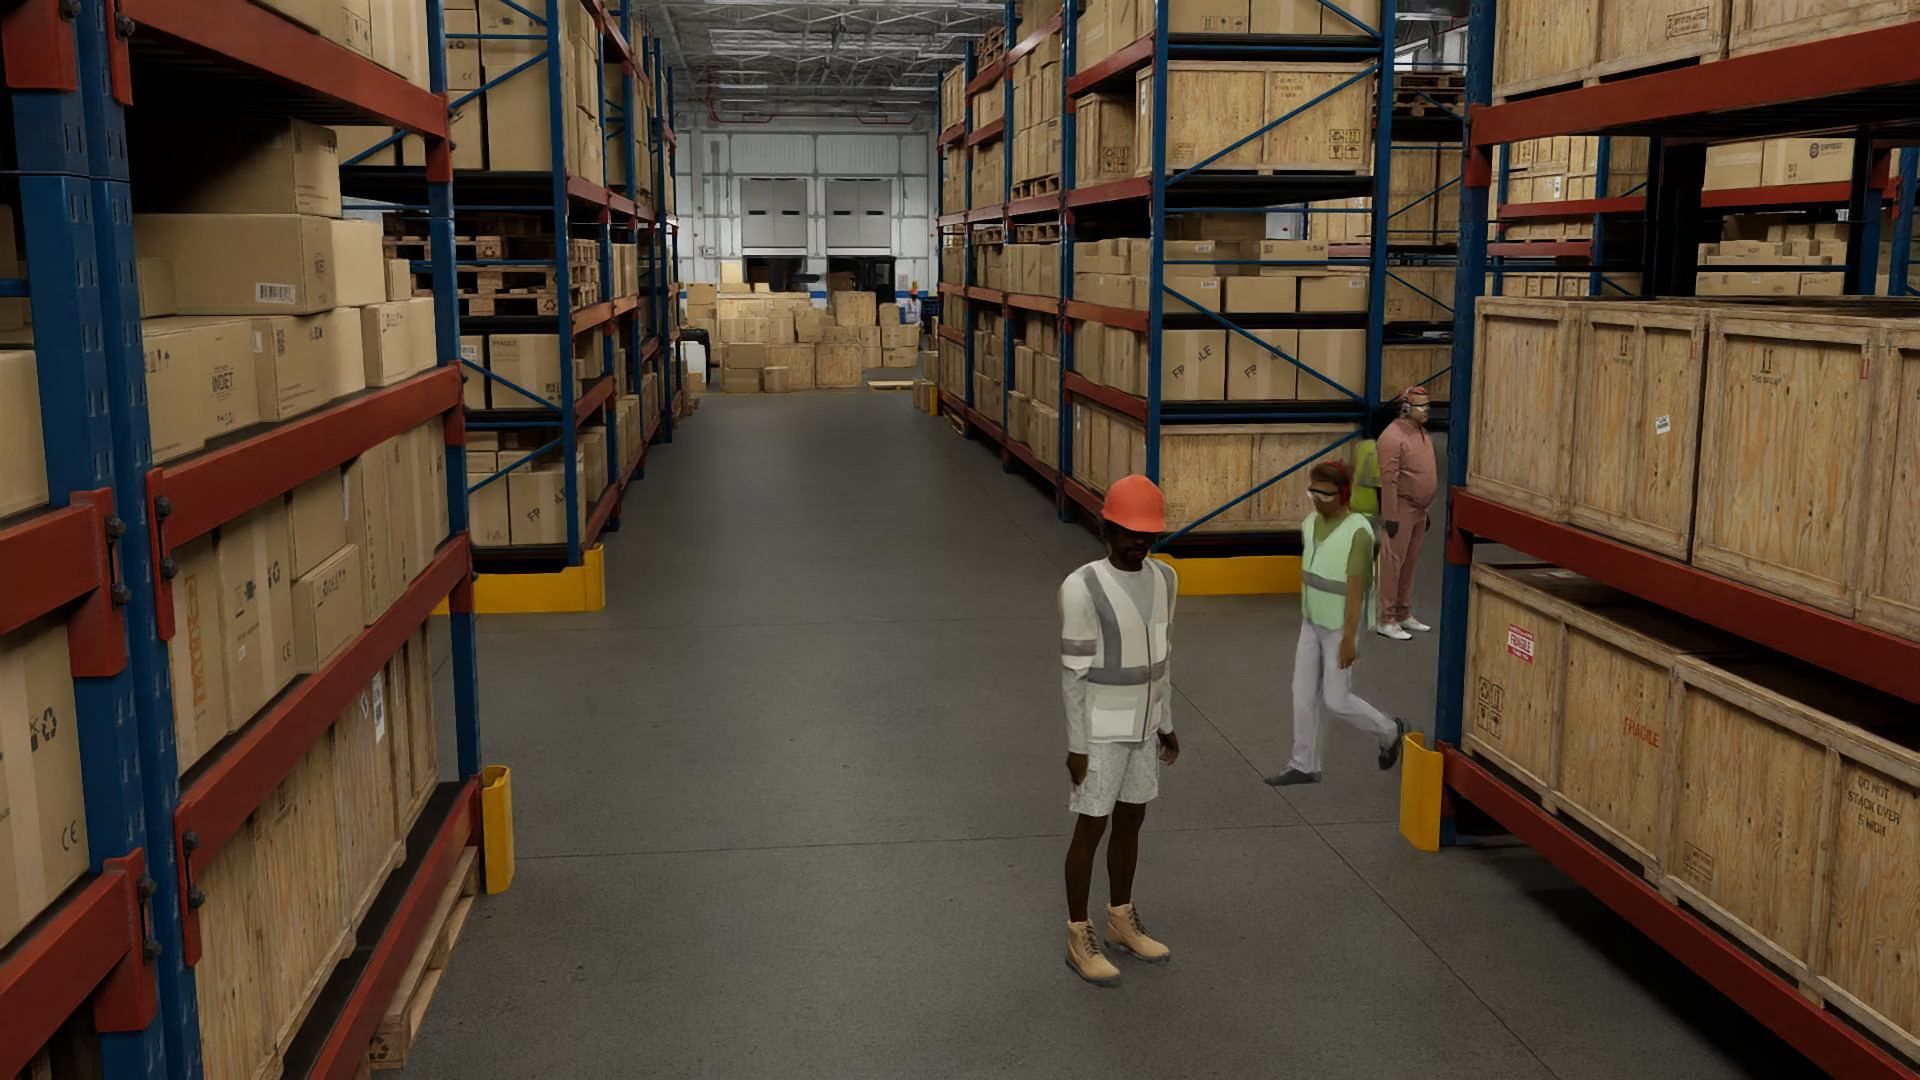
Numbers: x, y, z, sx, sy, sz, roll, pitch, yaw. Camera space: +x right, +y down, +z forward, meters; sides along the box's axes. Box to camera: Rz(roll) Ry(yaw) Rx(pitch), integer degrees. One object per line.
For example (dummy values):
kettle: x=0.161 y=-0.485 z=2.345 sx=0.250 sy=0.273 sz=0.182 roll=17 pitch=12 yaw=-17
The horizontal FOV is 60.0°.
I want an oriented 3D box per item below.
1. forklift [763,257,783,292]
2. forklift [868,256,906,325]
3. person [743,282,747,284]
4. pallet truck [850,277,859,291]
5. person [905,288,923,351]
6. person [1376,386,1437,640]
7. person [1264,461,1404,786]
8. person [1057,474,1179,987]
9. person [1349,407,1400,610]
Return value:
forklift: x=-4.314 y=-5.205 z=38.867 sx=1.873 sy=2.768 sz=1.129 roll=-1 pitch=10 yaw=-7
forklift: x=-2.547 y=-7.926 z=54.709 sx=1.129 sy=2.768 sz=1.873 roll=-6 pitch=12 yaw=-33
person: x=-7.740 y=-8.320 z=59.803 sx=0.593 sy=1.915 sz=0.646 roll=0 pitch=10 yaw=-2
pallet truck: x=-3.782 y=-9.391 z=65.808 sx=1.885 sy=1.965 sz=0.823 roll=2 pitch=10 yaw=10
person: x=-1.406 y=-6.613 z=49.978 sx=0.574 sy=1.888 sz=0.991 roll=-4 pitch=11 yaw=-24
person: x=3.407 y=-0.212 z=12.630 sx=0.406 sy=1.910 sz=0.639 roll=8 pitch=12 yaw=38
person: x=2.068 y=0.464 z=8.967 sx=0.667 sy=1.815 sz=0.597 roll=-4 pitch=11 yaw=-23
person: x=0.663 y=0.746 z=6.668 sx=0.609 sy=2.040 sz=0.394 roll=-8 pitch=13 yaw=-40
person: x=3.321 y=-0.245 z=13.477 sx=0.423 sy=1.674 sz=0.562 roll=0 pitch=10 yaw=0
